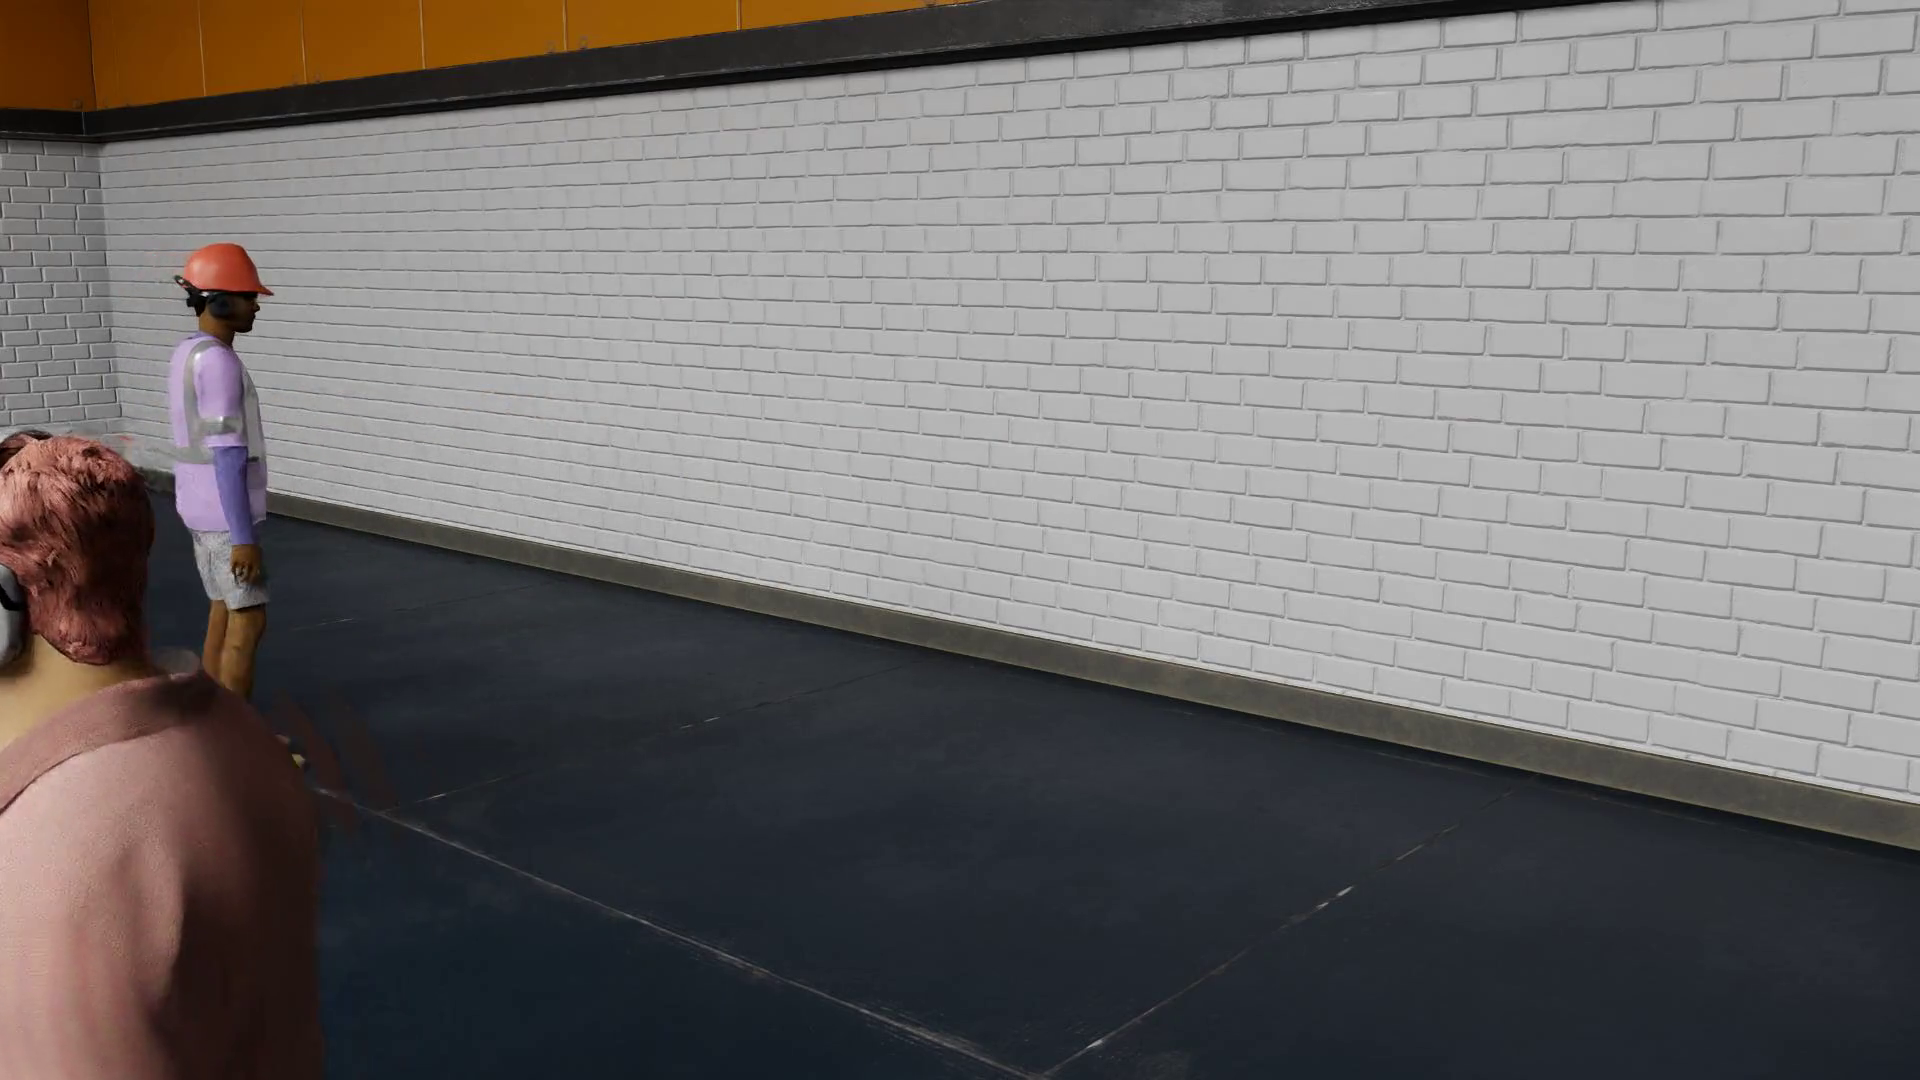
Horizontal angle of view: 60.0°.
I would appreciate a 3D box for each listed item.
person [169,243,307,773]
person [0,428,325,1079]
[{"bbox_3d":[-2.778,-0.104,6.370,0.391,2.041,0.623,-7,12,-33],"label":"person"},{"bbox_3d":[-0.897,0.814,1.691,1.022,1.847,0.651,-1,10,-8],"label":"person"}]
